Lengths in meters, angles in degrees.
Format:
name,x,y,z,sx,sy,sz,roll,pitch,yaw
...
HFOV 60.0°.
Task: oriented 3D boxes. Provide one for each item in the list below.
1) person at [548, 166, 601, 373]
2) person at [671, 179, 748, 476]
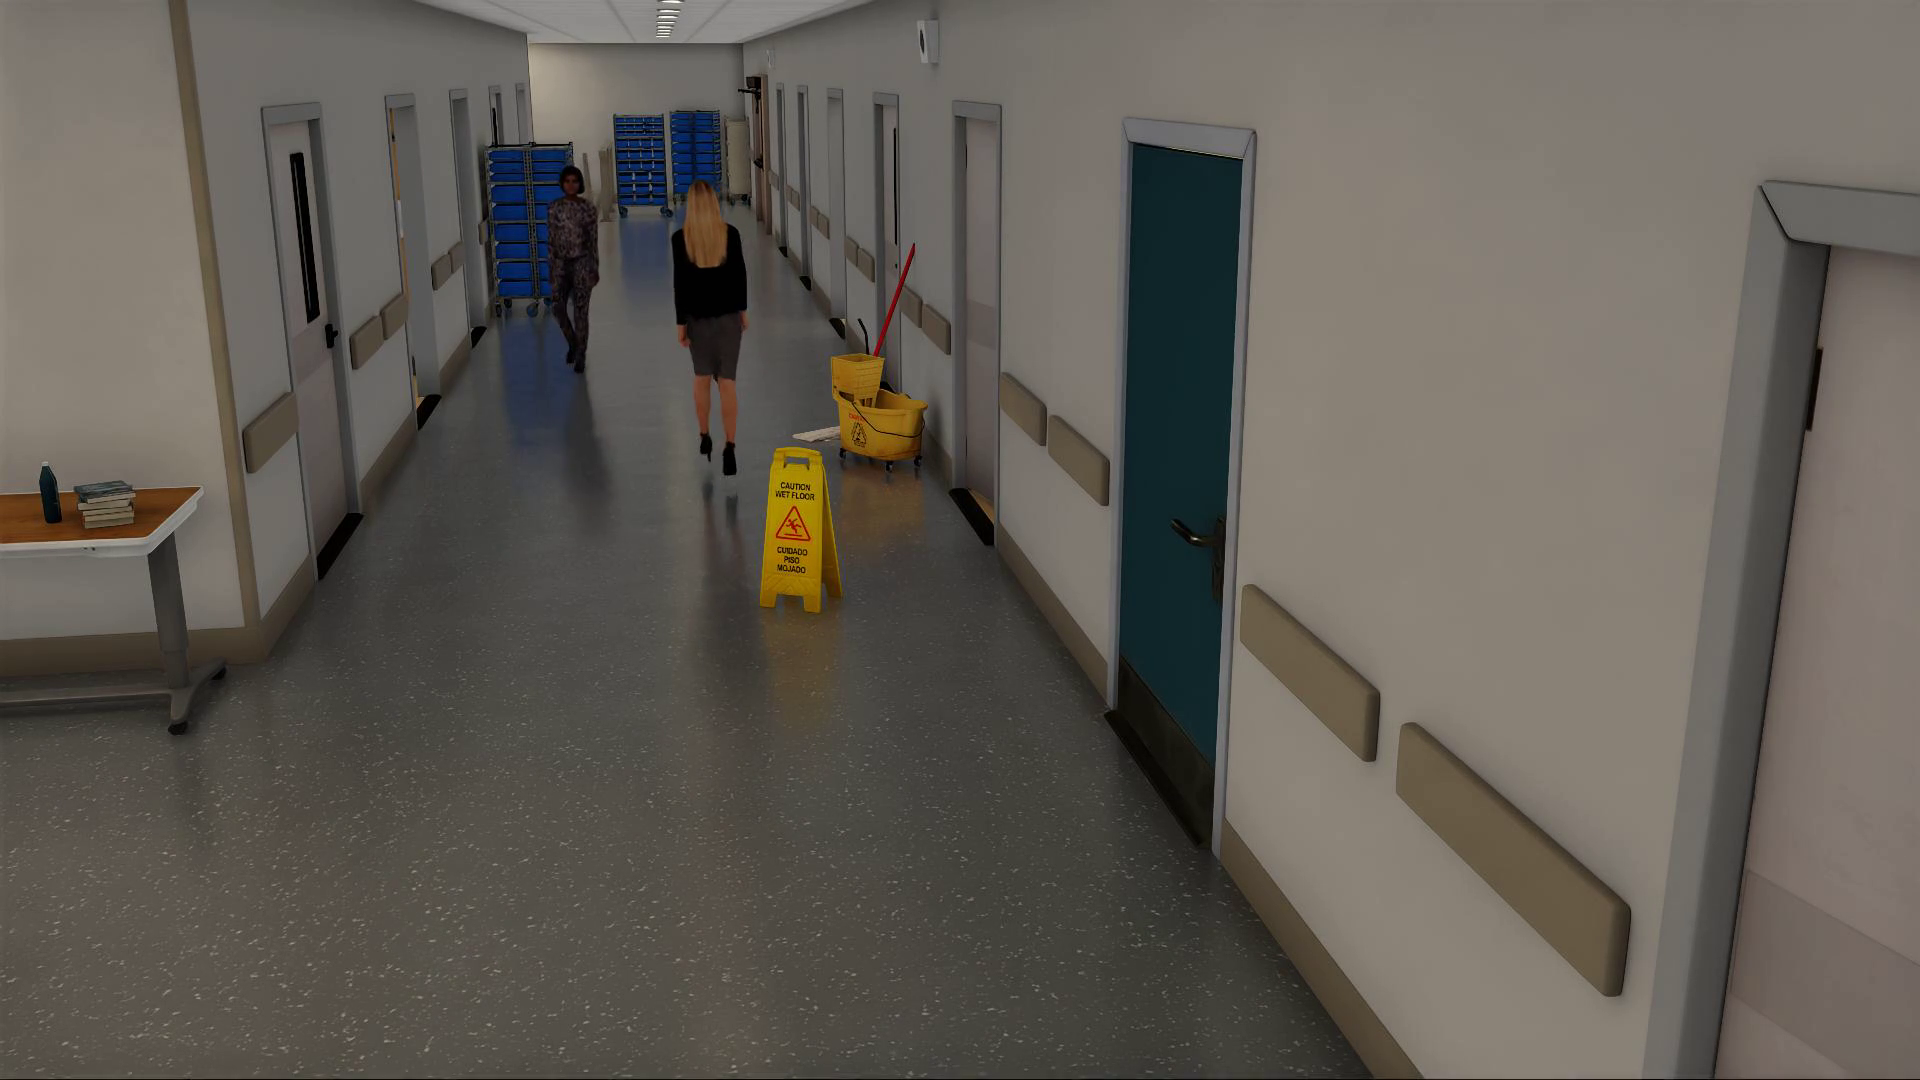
name,x,y,z,sx,sy,sz,roll,pitch,yaw
person,-3.250,-2.287,14.054,0.643,1.707,0.677,0,16,-1
person,-1.488,-1.249,10.206,0.617,1.797,1.152,-3,16,-11
